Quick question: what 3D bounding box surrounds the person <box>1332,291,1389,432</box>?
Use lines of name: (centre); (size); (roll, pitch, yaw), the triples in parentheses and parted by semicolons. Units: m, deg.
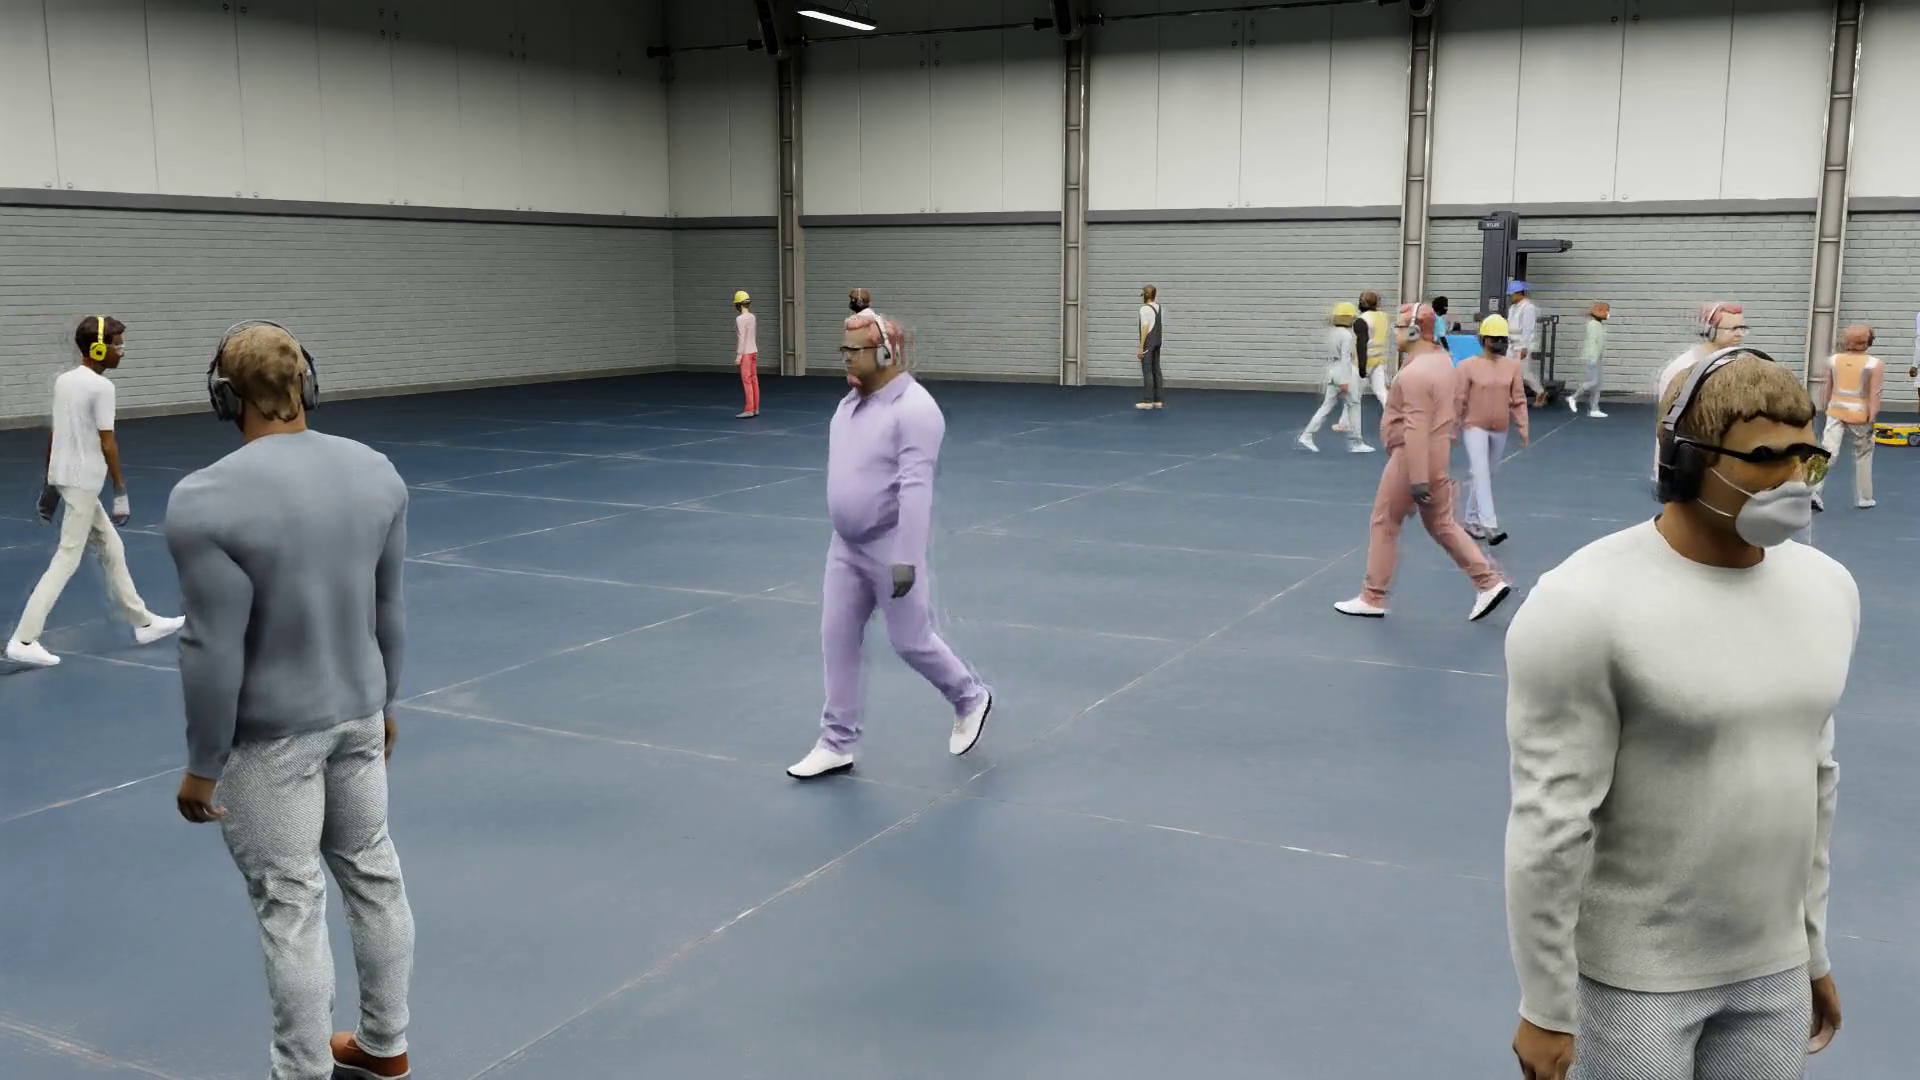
person: (5.230, -2.263, 21.148); (0.628, 1.809, 0.955); (-8, 12, -41)

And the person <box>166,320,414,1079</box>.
person: (-1.573, 0.453, 3.955); (0.372, 1.935, 0.627); (5, 10, 29)

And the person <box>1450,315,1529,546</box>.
person: (3.988, -0.820, 12.480); (0.545, 1.716, 0.929); (-2, 9, -10)

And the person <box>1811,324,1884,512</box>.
person: (7.596, -1.047, 14.225); (0.864, 1.601, 0.514); (-7, 12, -37)

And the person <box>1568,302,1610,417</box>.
person: (8.884, -2.541, 23.369); (0.453, 1.614, 0.517); (8, 12, 39)

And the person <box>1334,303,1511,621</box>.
person: (2.740, -0.451, 9.732); (0.938, 1.875, 0.634); (6, 11, 35)

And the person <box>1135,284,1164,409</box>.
person: (2.827, -2.872, 24.733); (0.328, 1.842, 0.516); (8, 12, 42)

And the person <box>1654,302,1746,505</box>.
person: (4.269, -0.372, 9.229); (0.668, 1.862, 0.950); (-4, 10, -23)

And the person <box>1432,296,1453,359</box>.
person: (7.178, -2.796, 24.829); (0.825, 1.651, 0.530); (2, 9, 10)

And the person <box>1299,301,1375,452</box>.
person: (4.268, -1.844, 18.810); (0.853, 1.706, 0.495); (-2, 9, -9)

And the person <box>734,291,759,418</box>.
person: (-3.003, -2.585, 23.213); (0.329, 1.765, 0.526); (3, 10, 16)

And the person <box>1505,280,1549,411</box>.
person: (8.277, -2.844, 24.357); (0.703, 1.911, 0.628); (-3, 10, -16)

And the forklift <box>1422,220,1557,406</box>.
forklift: (8.245, -3.527, 25.720); (1.873, 2.768, 1.129); (5, 10, 27)

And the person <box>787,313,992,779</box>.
person: (-0.291, 0.013, 6.822); (0.860, 1.881, 0.640); (-8, 12, -42)

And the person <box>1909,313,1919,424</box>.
person: (11.694, -2.157, 20.040); (0.543, 1.938, 0.357); (-2, 10, -15)

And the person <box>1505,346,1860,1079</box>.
person: (1.121, 0.671, 2.594); (0.638, 1.937, 0.356); (-4, 10, -22)

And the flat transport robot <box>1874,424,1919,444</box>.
flat transport robot: (11.559, -1.260, 19.764); (1.431, 0.197, 0.652); (1, 9, 7)

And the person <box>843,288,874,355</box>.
person: (-1.169, -2.065, 19.771); (0.429, 1.840, 0.633); (0, 9, 1)

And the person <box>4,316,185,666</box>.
person: (-4.659, -0.267, 8.810); (0.571, 1.816, 1.004); (8, 12, 41)
